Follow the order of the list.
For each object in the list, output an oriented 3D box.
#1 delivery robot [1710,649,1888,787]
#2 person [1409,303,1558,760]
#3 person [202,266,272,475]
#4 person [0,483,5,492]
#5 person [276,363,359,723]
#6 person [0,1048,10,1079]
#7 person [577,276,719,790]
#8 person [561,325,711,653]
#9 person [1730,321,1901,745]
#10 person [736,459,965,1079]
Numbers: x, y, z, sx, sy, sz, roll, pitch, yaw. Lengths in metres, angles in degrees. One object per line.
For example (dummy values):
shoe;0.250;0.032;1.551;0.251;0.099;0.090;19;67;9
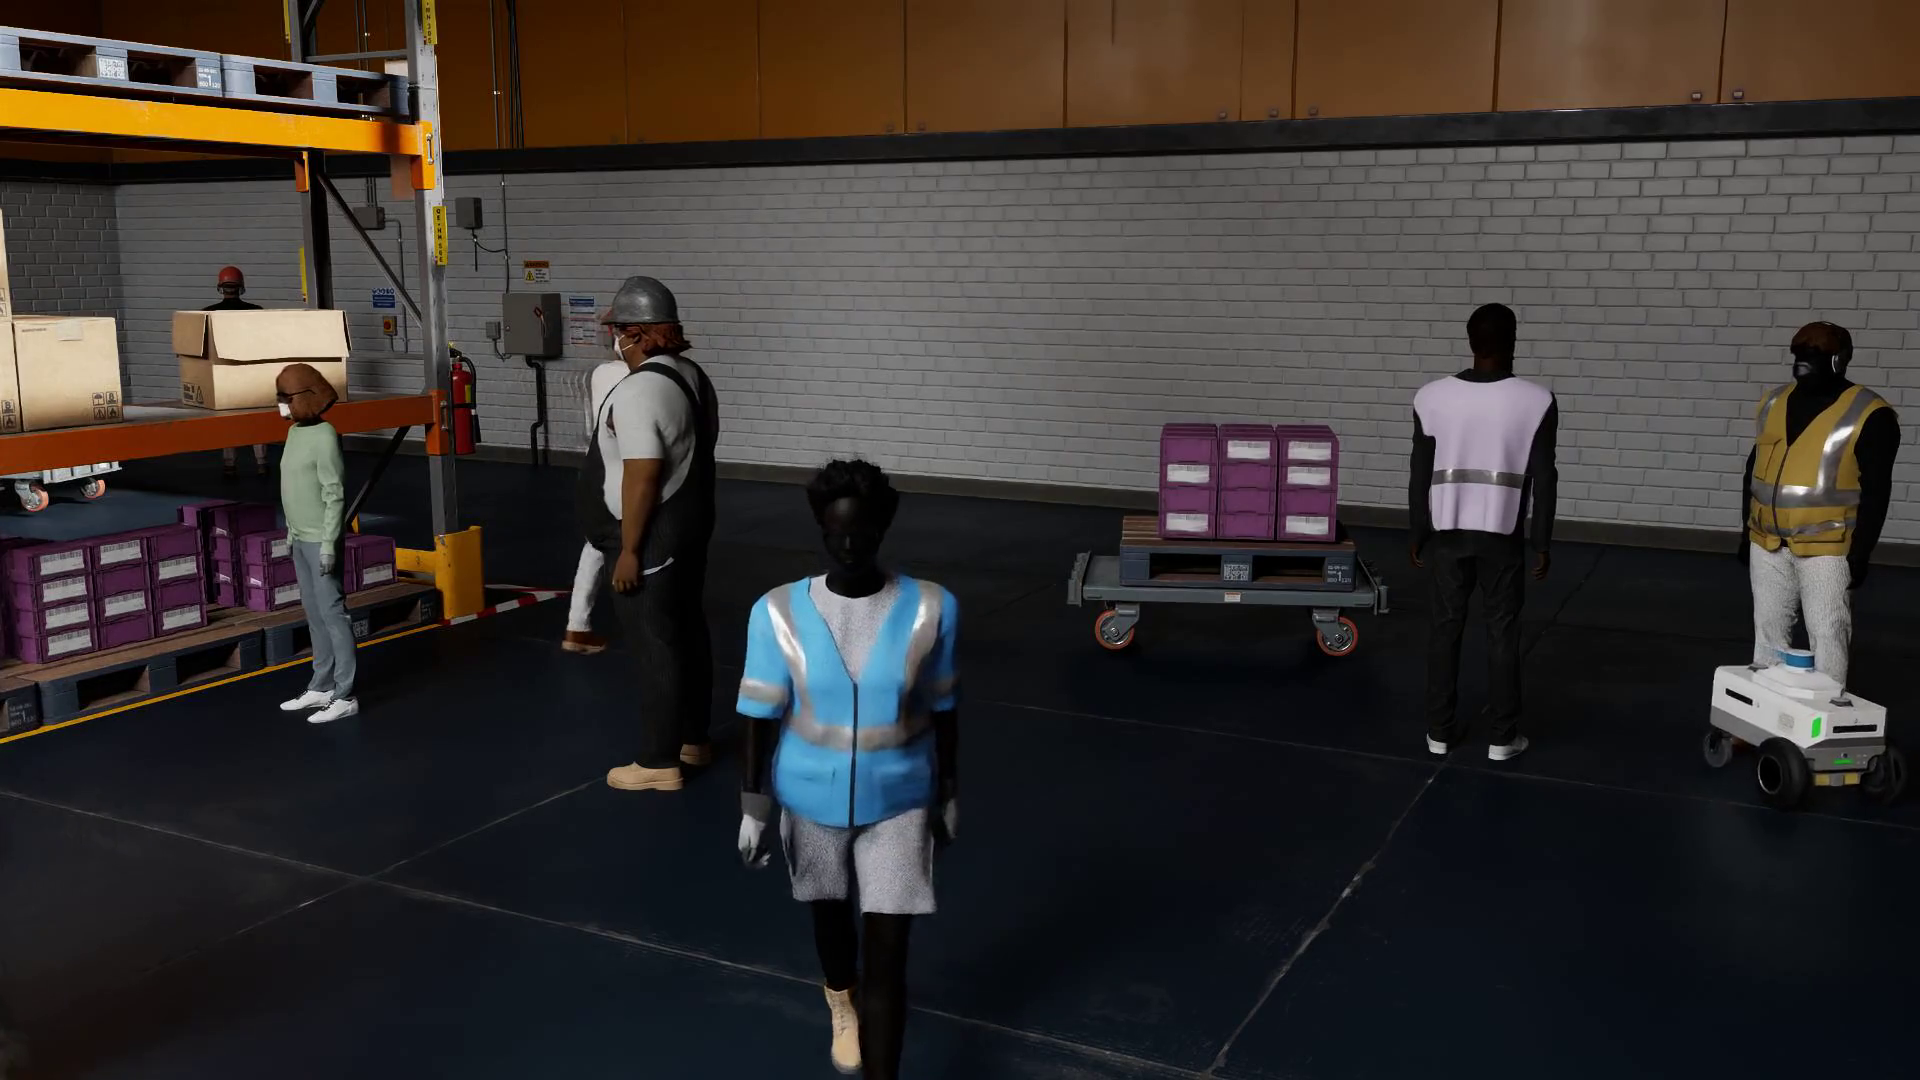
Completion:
delivery robot;3.306;0.675;6.580;0.477;0.478;0.707;-2;10;-8
person;2.185;-0.029;6.999;0.591;1.916;0.379;5;11;27
person;-6.934;-1.618;15.976;0.612;1.995;0.379;-5;11;-26
person;-8.794;-1.385;14.815;0.372;1.928;0.584;-6;11;-31
person;-2.950;0.011;7.594;0.289;1.632;0.497;-9;13;-41
person;-2.269;0.689;3.205;0.863;1.789;0.637;-4;11;-23
person;-1.256;-0.032;6.659;0.537;2.000;0.688;2;10;14
person;-1.788;-0.321;8.972;0.579;1.834;1.022;6;11;30
person;3.545;0.010;6.992;0.430;1.845;0.619;-5;11;-28
person;-0.261;0.617;4.027;0.541;1.651;0.869;0;10;0
